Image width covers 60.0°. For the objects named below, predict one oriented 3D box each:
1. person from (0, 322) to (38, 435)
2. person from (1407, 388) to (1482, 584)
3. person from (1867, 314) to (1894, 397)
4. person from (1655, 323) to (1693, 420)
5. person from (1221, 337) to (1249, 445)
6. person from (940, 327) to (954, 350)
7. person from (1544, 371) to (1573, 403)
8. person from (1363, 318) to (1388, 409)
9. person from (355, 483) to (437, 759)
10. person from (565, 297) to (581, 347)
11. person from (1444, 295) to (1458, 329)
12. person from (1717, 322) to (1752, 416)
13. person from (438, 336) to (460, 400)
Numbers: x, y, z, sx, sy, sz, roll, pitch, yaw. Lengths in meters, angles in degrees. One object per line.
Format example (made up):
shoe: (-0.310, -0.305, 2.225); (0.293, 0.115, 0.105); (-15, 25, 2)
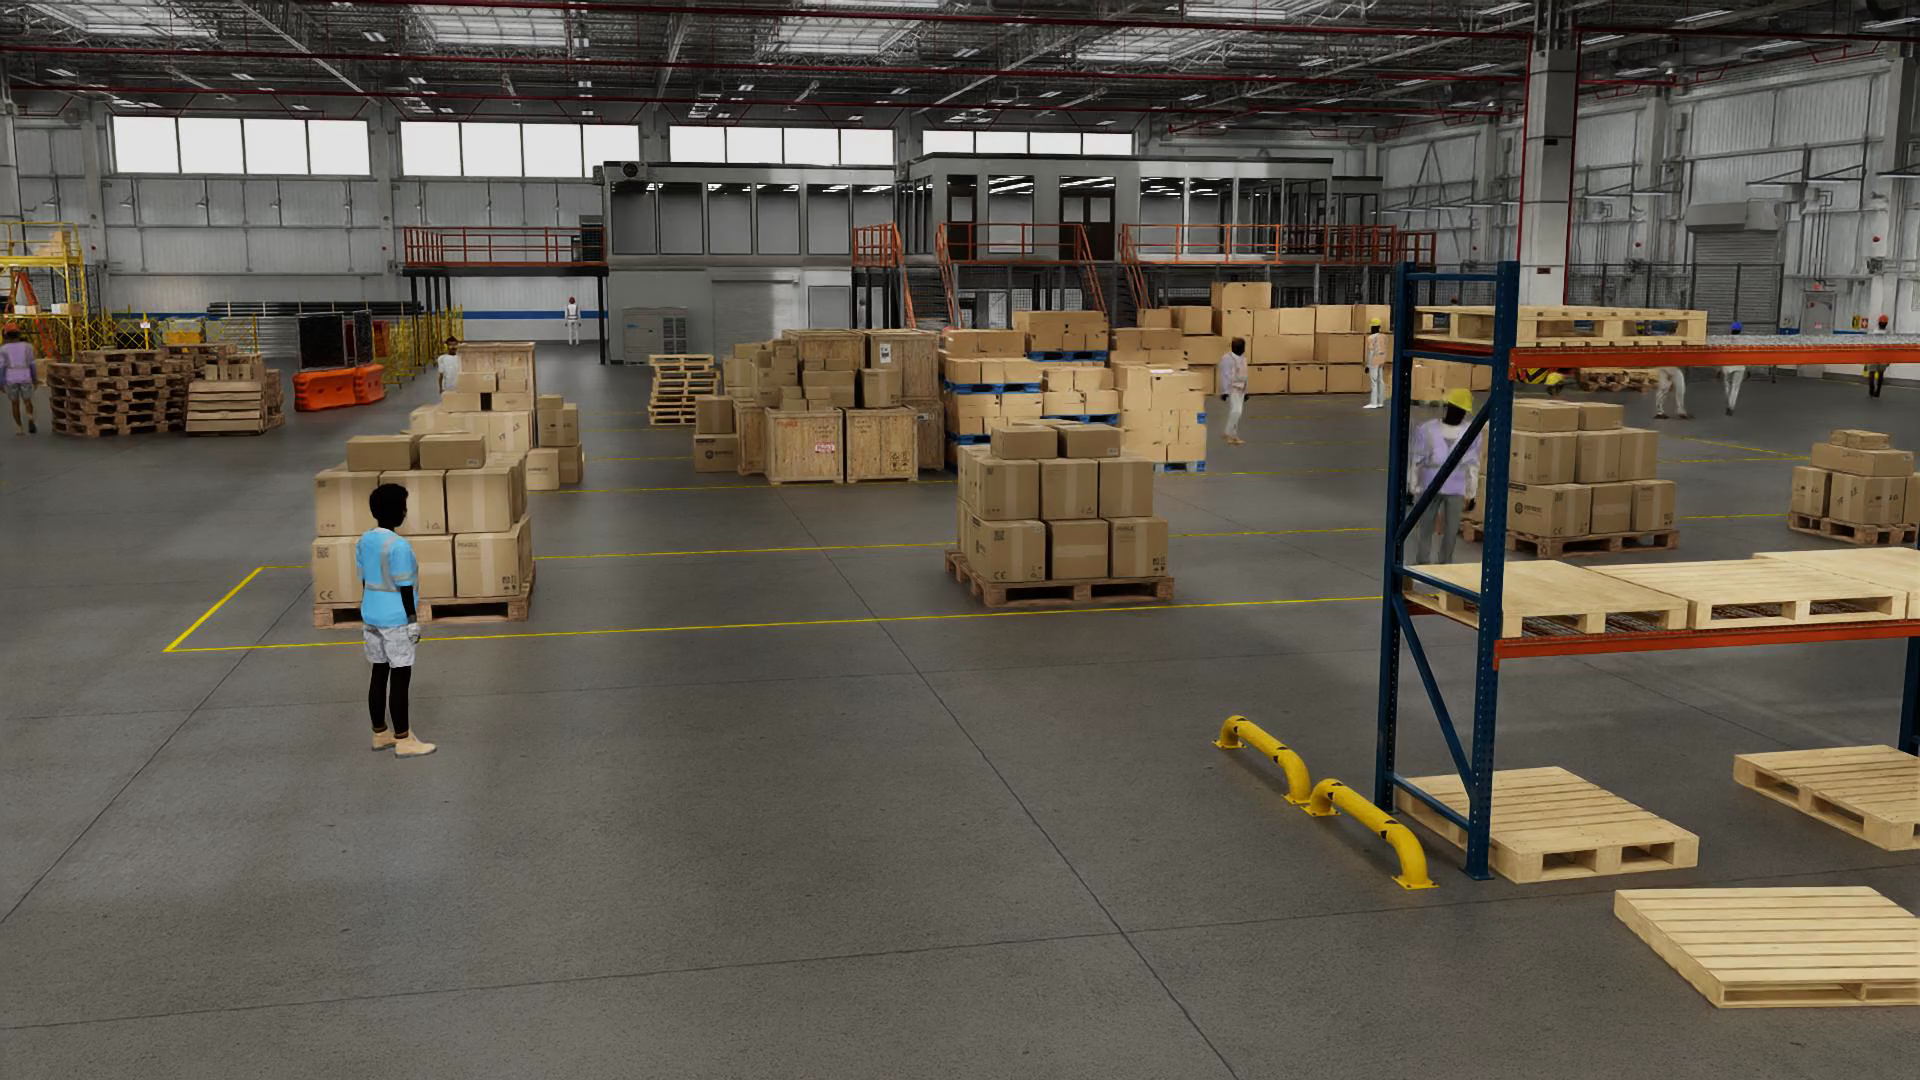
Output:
person: (-16.813, -2.860, 29.664); (0.620, 2.023, 0.527); (-7, 12, -38)
person: (4.492, -0.484, 15.609); (0.733, 1.894, 0.366); (2, 10, 12)
person: (21.211, -4.240, 38.385); (0.566, 1.924, 0.651); (6, 11, 32)
person: (14.063, -3.290, 32.633); (0.647, 1.902, 0.882); (-7, 11, -35)
person: (4.660, -2.500, 28.057); (0.455, 1.828, 0.657); (8, 12, 39)
person: (-0.289, -2.714, 28.959); (0.938, 1.955, 0.653); (-6, 11, -35)
person: (7.201, -1.162, 20.112); (0.542, 1.750, 0.482); (-4, 10, -23)
person: (8.848, -3.761, 35.441); (0.585, 1.928, 0.369); (-8, 12, -40)
person: (-3.491, 0.494, 10.225); (0.533, 1.692, 0.319); (8, 12, 41)
person: (-14.650, -8.249, 62.937); (0.584, 1.881, 0.337); (-2, 10, -14)
person: (18.065, -7.963, 60.914); (0.631, 1.971, 0.505); (0, 9, 0)
person: (15.745, -3.481, 33.837); (0.635, 1.914, 0.939); (6, 11, 34)
person: (-8.465, -2.481, 27.856); (0.515, 1.864, 0.312); (-7, 11, -36)
